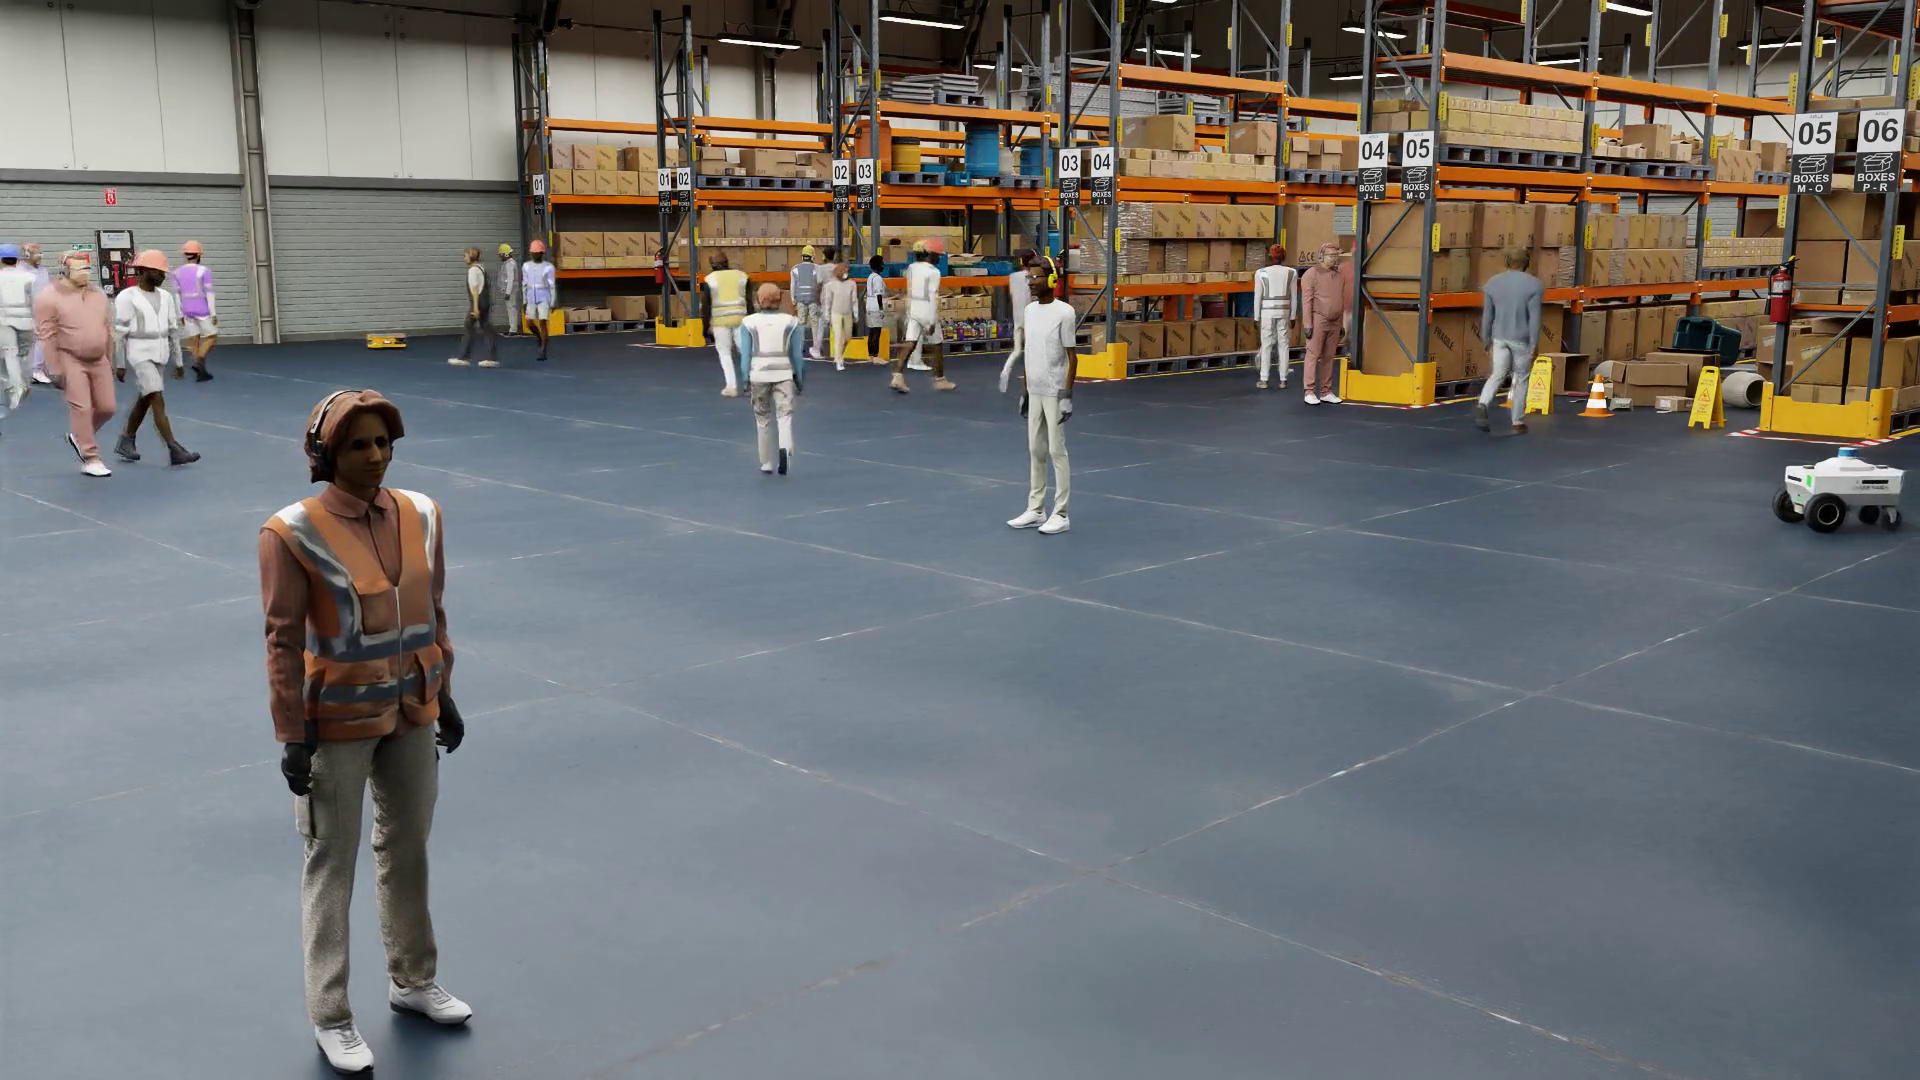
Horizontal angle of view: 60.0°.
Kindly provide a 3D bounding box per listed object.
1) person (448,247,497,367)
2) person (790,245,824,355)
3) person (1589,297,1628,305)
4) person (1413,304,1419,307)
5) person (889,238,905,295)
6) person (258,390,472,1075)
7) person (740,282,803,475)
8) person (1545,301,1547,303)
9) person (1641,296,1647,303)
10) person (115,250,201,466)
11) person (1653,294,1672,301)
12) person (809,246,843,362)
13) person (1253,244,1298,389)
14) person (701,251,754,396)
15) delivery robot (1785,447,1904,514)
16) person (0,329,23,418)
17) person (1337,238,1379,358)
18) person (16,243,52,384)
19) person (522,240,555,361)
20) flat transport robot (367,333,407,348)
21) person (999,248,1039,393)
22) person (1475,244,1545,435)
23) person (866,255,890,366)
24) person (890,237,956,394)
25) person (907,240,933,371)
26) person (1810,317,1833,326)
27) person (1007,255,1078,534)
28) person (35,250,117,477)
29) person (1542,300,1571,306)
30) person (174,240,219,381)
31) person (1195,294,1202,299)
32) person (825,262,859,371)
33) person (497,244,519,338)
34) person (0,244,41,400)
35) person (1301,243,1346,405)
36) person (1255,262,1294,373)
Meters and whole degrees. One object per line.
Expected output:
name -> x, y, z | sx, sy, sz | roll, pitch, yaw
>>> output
person -> -7.469, -3.538, 25.323 | 0.837, 1.814, 0.547 | 1, 10, 4
person -> -2.544, -4.032, 27.984 | 0.599, 1.830, 0.404 | 1, 10, 8
person -> 10.522, -3.904, 26.895 | 0.706, 1.977, 0.628 | -9, 14, -40
person -> 6.693, -3.260, 23.536 | 0.597, 1.918, 0.382 | 9, 14, 40
person -> -1.519, -5.883, 37.744 | 0.605, 1.951, 0.624 | -7, 13, -34
person -> -1.444, 0.450, 4.069 | 0.306, 1.639, 0.524 | 7, 12, 32
person -> -1.562, -1.336, 13.861 | 0.526, 1.614, 0.688 | -2, 11, -10
person -> 10.750, -4.548, 30.292 | 0.790, 2.019, 0.610 | -9, 14, -40
person -> 15.782, -5.998, 38.699 | 0.590, 1.835, 0.404 | -3, 11, -17
person -> -7.167, -1.616, 14.701 | 1.022, 1.879, 0.557 | 4, 11, 22
person -> 15.583, -5.717, 36.717 | 0.537, 2.000, 0.682 | -2, 11, -11
person -> -2.112, -3.782, 26.649 | 0.571, 1.817, 0.975 | -6, 12, -29
person -> 4.149, -2.944, 21.914 | 0.574, 1.883, 0.356 | 0, 10, -3
person -> -2.908, -2.716, 20.910 | 0.700, 1.801, 0.433 | -4, 11, -21
delivery robot -> 6.116, -0.397, 11.506 | 0.707, 0.478, 0.477 | 0, 10, -2
person -> -10.653, -2.205, 18.339 | 0.483, 1.725, 0.536 | 6, 12, 28
person -> 5.563, -3.253, 23.330 | 0.643, 1.979, 0.550 | 6, 12, 28
person -> -12.468, -3.061, 22.527 | 0.588, 1.888, 0.648 | 0, 10, 1
person -> -6.787, -3.877, 26.863 | 0.555, 1.925, 0.500 | 1, 10, 8
flat transport robot -> -10.349, -3.610, 30.060 | 0.652, 0.197, 1.431 | -3, 11, -17
person -> 0.777, -2.725, 20.817 | 0.536, 1.852, 0.704 | 7, 12, 33
person -> 5.511, -2.003, 16.705 | 0.634, 1.917, 0.819 | 10, 14, 43
person -> -1.291, -3.567, 25.818 | 0.319, 1.697, 0.532 | -3, 11, -18
person -> -0.476, -2.861, 21.200 | 1.057, 1.987, 0.605 | -9, 14, -41
person -> -0.597, -3.492, 24.808 | 0.397, 1.921, 0.628 | -3, 11, -16
person -> 13.760, -3.766, 26.539 | 0.663, 1.825, 0.537 | 9, 14, 41
person -> 0.579, -0.987, 11.272 | 0.333, 1.872, 0.515 | -8, 13, -37
person -> -7.409, -1.480, 13.957 | 0.567, 1.882, 0.657 | 6, 12, 28
person -> 10.129, -4.102, 28.280 | 0.586, 1.861, 0.702 | 8, 13, 37
person -> -10.531, -3.160, 22.964 | 0.563, 1.927, 0.422 | 2, 11, 9
person -> 5.380, -6.031, 38.676 | 0.644, 1.918, 0.866 | 8, 13, 37
person -> -1.796, -3.379, 25.015 | 0.504, 1.611, 0.669 | -4, 11, -23
person -> -8.917, -4.922, 32.841 | 0.403, 1.830, 0.588 | -2, 11, -11
person -> -11.592, -2.670, 20.376 | 0.619, 1.904, 0.979 | -7, 12, -33
person -> 4.358, -2.577, 19.846 | 0.642, 1.909, 0.410 | -7, 12, -32
person -> 4.617, -3.237, 24.243 | 0.629, 1.610, 0.509 | -8, 13, -36
